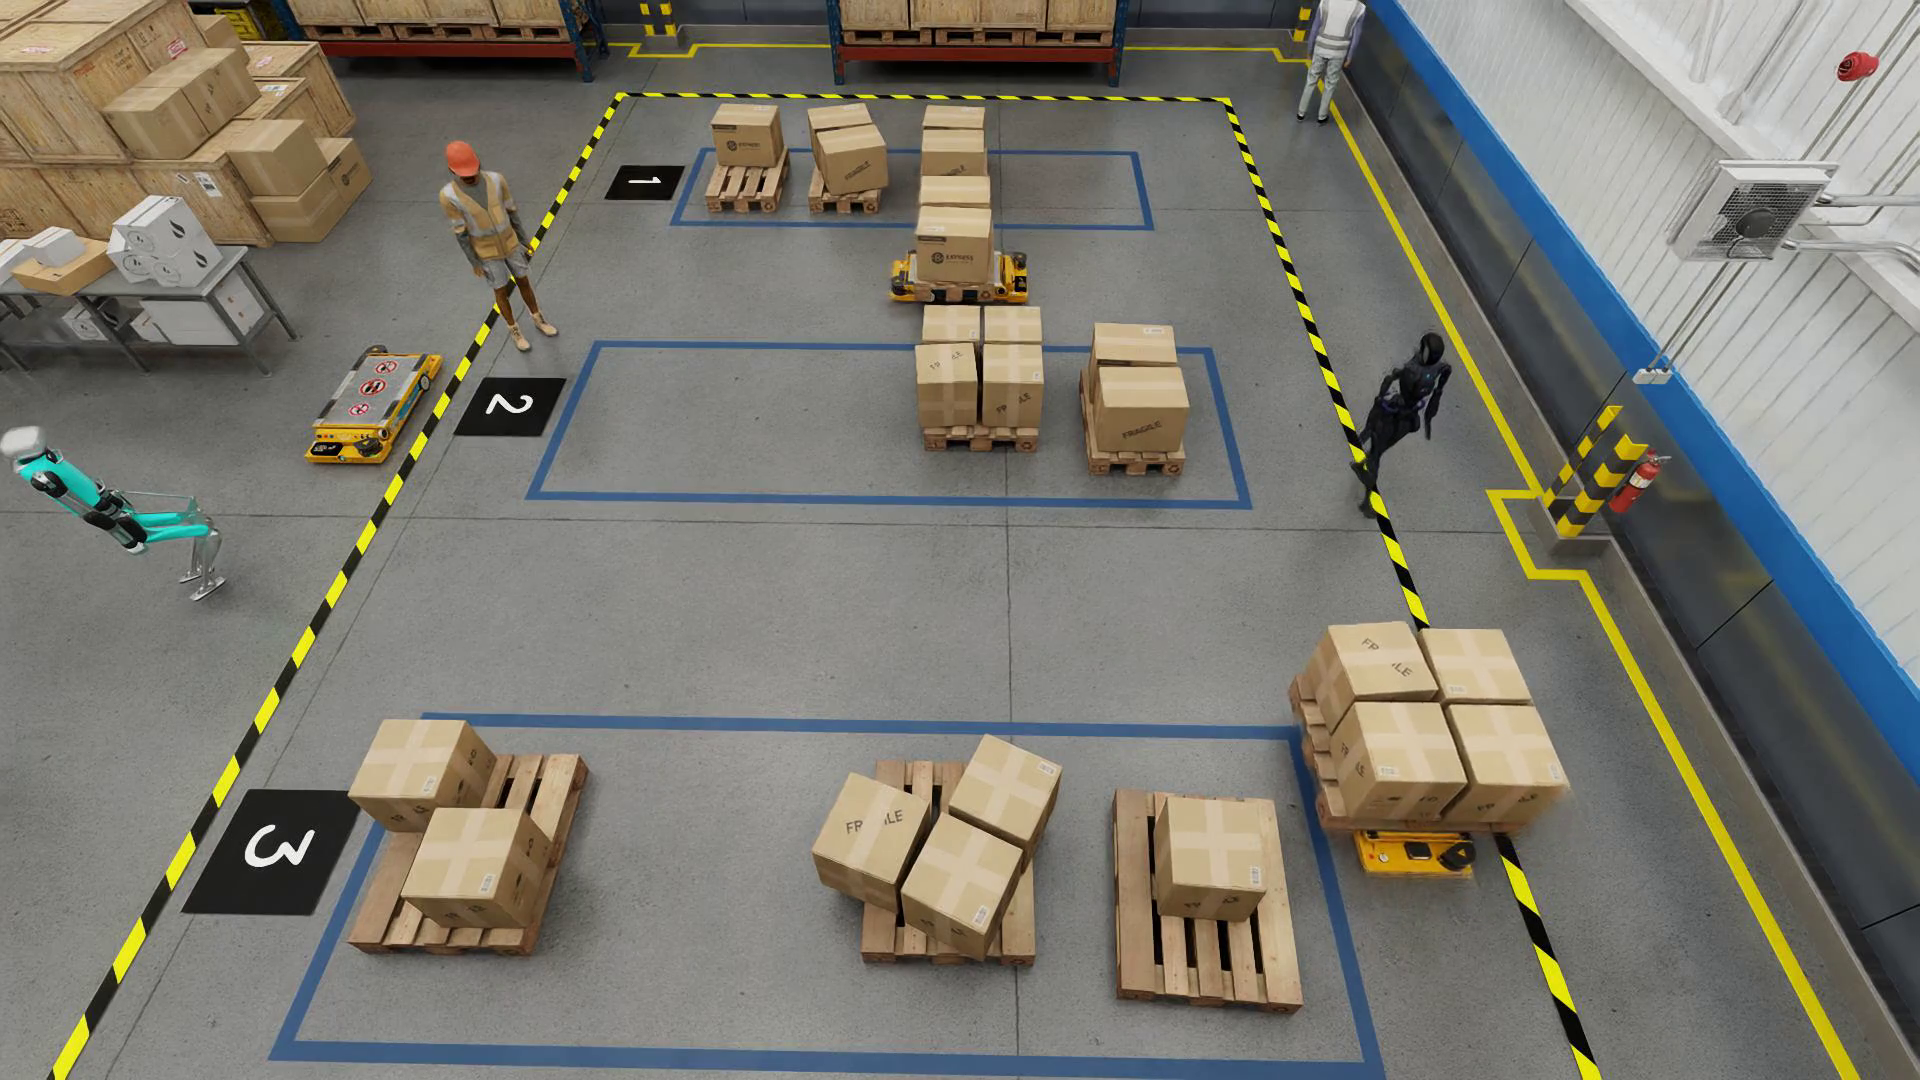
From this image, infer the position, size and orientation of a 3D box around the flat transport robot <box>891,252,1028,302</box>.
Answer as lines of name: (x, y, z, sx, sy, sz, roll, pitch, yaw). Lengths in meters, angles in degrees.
flat transport robot: (0.000, -2.803, 9.720, 1.431, 0.197, 0.652, 1, 50, 1)

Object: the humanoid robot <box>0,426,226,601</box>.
humanoid robot: (-5.804, -0.239, 6.519, 0.735, 1.677, 0.533, -36, 59, -26)

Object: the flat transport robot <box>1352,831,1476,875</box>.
flat transport robot: (2.854, 1.480, 6.096, 0.652, 0.197, 1.431, 1, 50, 1)

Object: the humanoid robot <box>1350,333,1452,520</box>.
humanoid robot: (3.493, -0.918, 7.241, 0.584, 1.630, 0.735, -7, 50, -6)

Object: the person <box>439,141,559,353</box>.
person: (-4.270, -2.698, 8.495, 0.388, 2.034, 0.605, 36, 58, 26)

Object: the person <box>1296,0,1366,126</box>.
person: (4.692, -6.202, 11.590, 0.600, 1.830, 0.404, 20, 53, 16)

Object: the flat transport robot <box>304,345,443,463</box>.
flat transport robot: (-5.383, -1.269, 8.441, 0.659, 0.231, 1.431, 1, 50, 1)
